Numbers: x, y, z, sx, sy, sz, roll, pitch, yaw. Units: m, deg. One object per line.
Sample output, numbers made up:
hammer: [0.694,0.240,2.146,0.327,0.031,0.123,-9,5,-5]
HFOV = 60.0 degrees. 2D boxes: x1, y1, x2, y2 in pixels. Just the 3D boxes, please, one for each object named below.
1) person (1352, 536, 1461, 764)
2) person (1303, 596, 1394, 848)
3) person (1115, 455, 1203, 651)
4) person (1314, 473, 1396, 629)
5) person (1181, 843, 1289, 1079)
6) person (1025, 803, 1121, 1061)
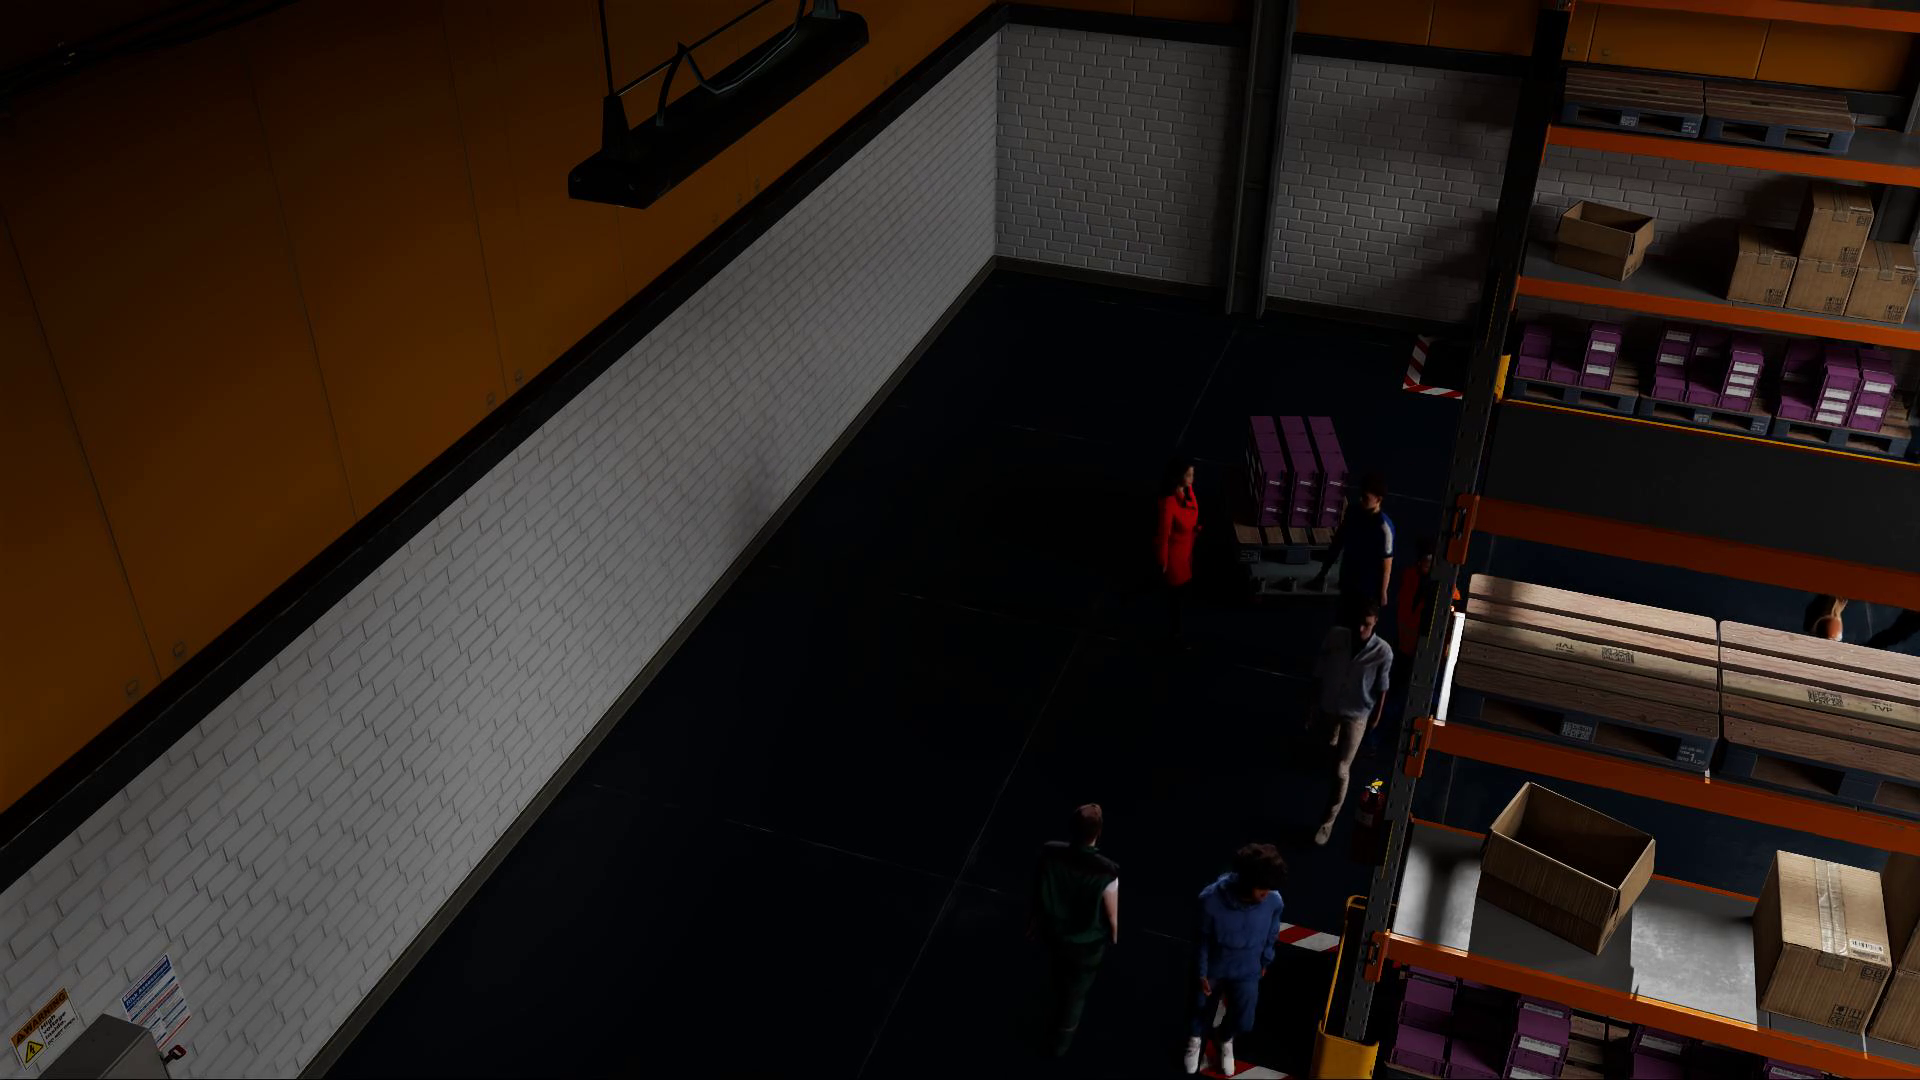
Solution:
person: [3.326,0.763,11.769,1.127,1.840,1.195,-23,40,-30]
person: [2.634,1.097,11.289,1.215,1.814,0.881,19,38,26]
person: [1.575,0.077,12.902,0.958,1.729,0.711,18,38,25]
person: [3.078,0.276,12.492,0.986,1.851,0.916,-12,36,-18]
person: [1.502,2.323,9.472,0.669,1.785,0.800,5,34,8]
person: [0.619,2.282,9.502,0.812,1.821,0.765,15,36,21]
